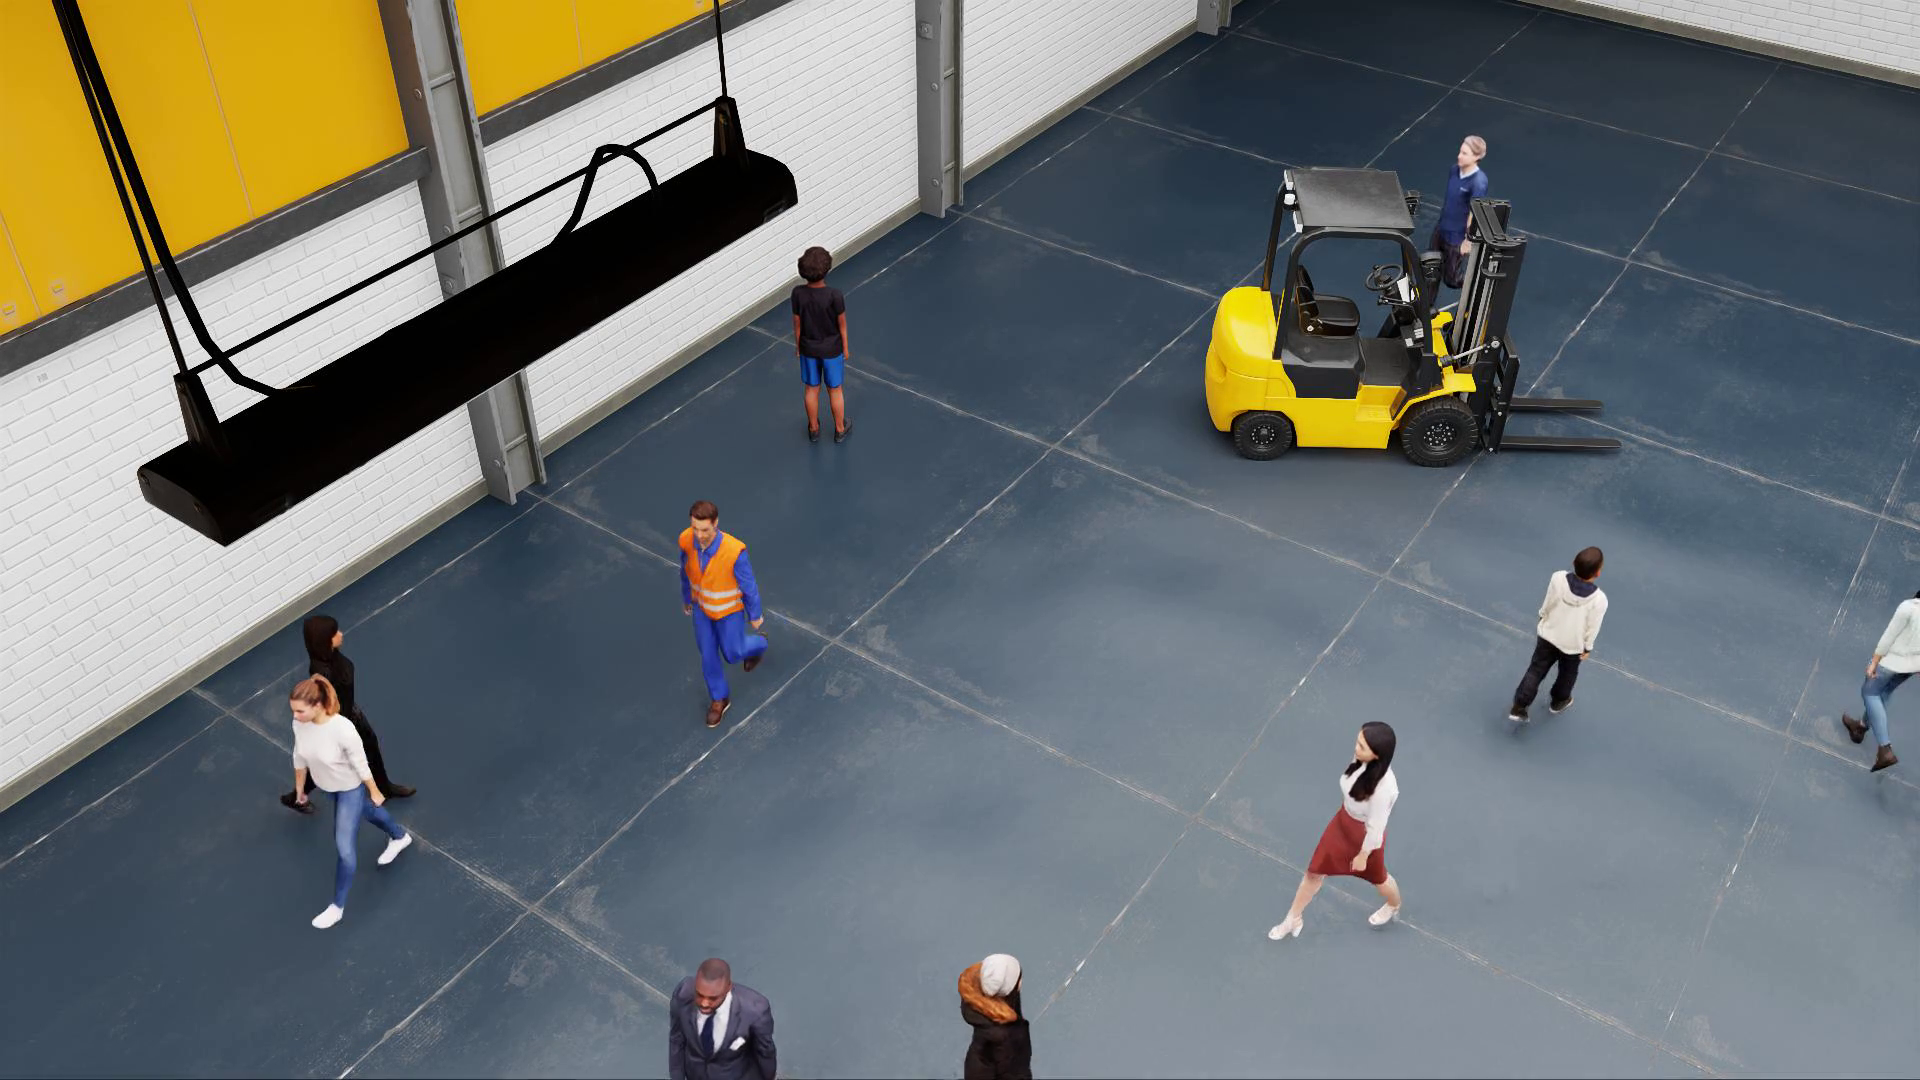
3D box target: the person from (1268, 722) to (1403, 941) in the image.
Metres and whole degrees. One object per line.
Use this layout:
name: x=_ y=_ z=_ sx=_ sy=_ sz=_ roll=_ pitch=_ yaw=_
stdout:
person: x=2.376 y=1.721 z=9.590 sx=1.123 sy=1.704 sz=1.041 roll=-7 pitch=39 yaw=-9

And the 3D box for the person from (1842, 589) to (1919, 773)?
person: x=6.134 y=0.827 z=10.772 sx=0.895 sy=1.627 sz=1.014 roll=0 pitch=39 yaw=-1

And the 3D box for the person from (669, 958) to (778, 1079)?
person: x=-1.170 y=2.628 z=8.379 sx=0.881 sy=1.798 sz=1.220 roll=12 pitch=40 yaw=15

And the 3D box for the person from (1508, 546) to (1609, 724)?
person: x=3.993 y=0.668 z=11.121 sx=0.677 sy=1.439 sz=0.915 roll=31 pitch=48 yaw=33

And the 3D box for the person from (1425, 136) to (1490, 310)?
person: x=4.563 y=-2.791 z=15.127 sx=1.150 sy=1.846 sz=1.035 roll=-11 pitch=40 yaw=-13

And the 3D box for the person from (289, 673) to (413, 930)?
person: x=-3.632 y=1.434 z=9.973 sx=0.710 sy=1.675 sz=1.119 roll=19 pitch=42 yaw=22

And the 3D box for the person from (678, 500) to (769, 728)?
person: x=-1.576 y=0.399 z=11.140 sx=0.907 sy=1.837 sz=1.082 roll=14 pitch=41 yaw=17

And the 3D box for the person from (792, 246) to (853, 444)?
person: x=-1.142 y=-1.593 z=13.664 sx=0.701 sy=1.799 sz=0.732 roll=3 pitch=39 yaw=4

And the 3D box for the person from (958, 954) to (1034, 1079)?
person: x=0.118 y=2.699 z=8.434 sx=0.970 sy=1.620 sz=0.925 roll=-2 pitch=39 yaw=-3

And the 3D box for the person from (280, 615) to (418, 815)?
person: x=-3.983 y=1.132 z=10.402 sx=1.086 sy=1.611 sz=0.993 roll=-8 pitch=39 yaw=-10
